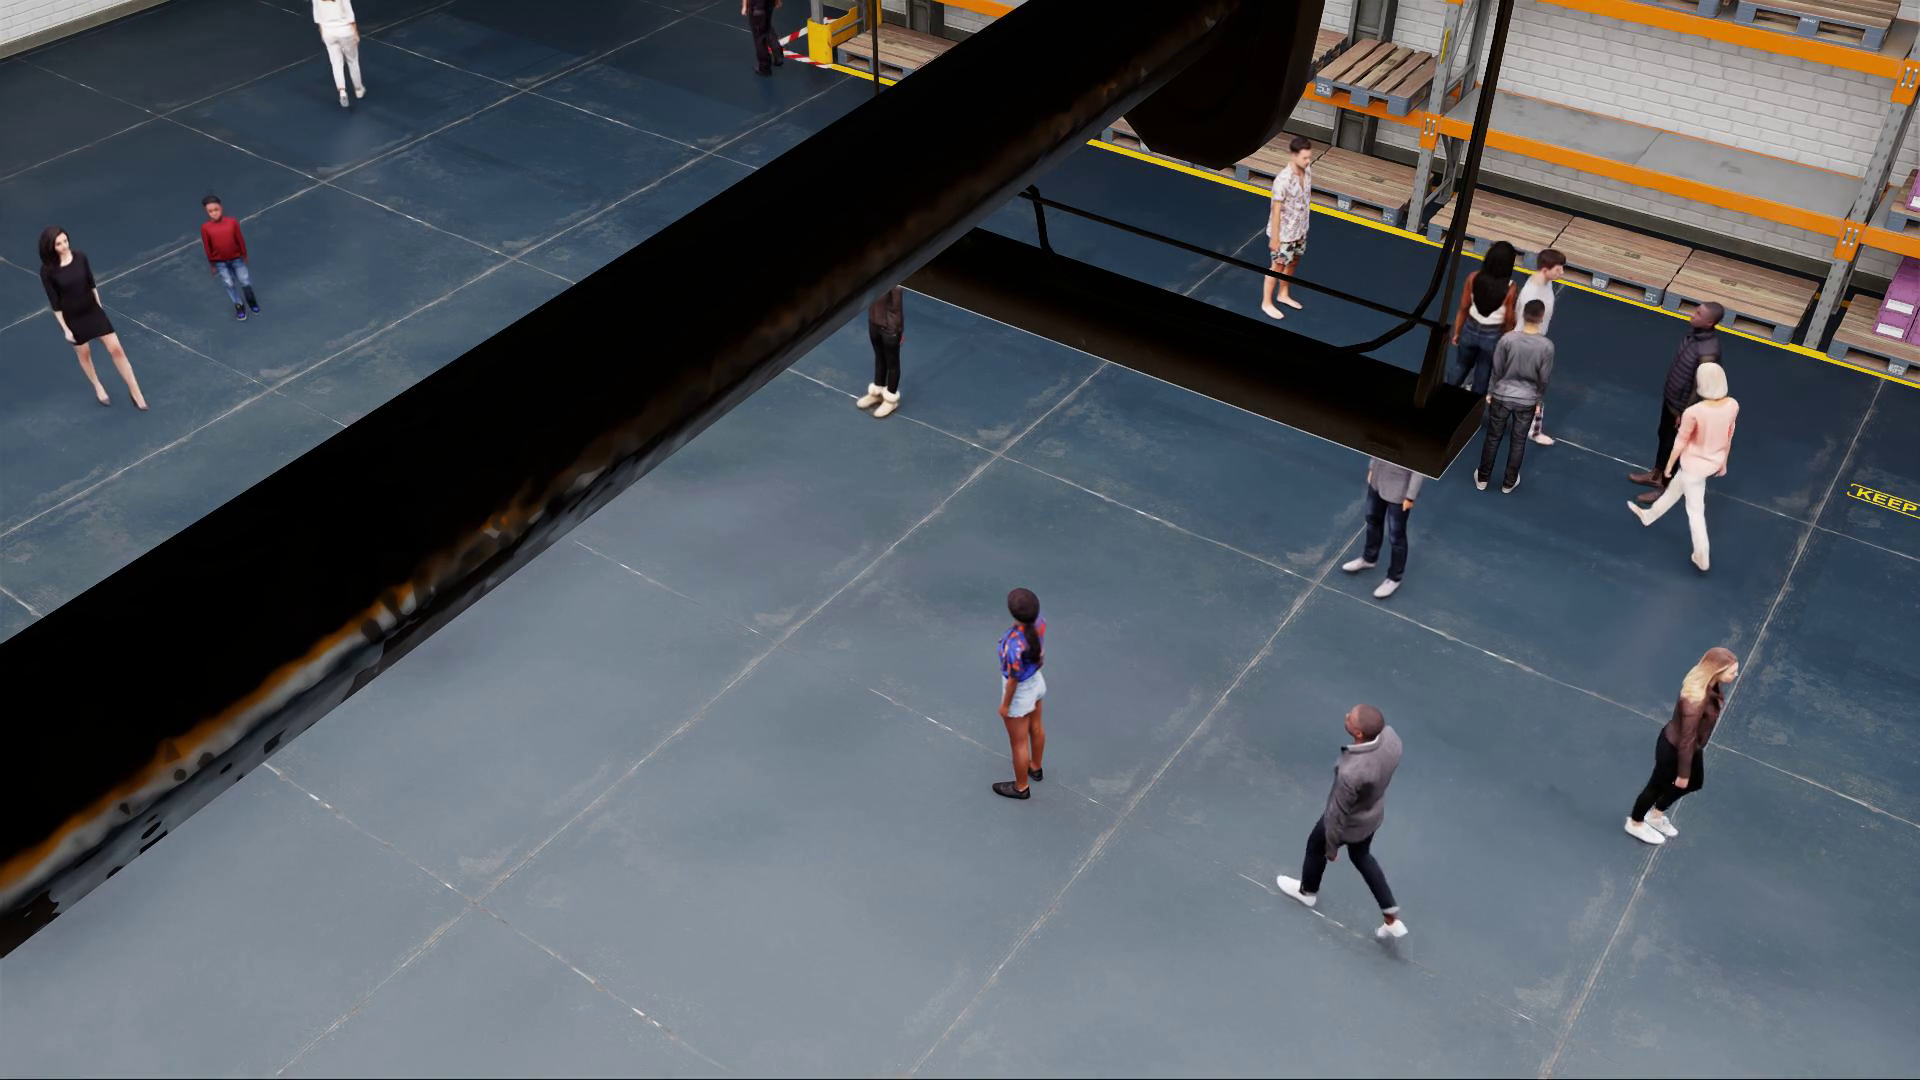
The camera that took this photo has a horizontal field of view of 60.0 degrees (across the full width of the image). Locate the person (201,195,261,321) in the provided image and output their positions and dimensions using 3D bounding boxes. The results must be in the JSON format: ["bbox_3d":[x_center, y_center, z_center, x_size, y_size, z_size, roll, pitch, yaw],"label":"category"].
[{"bbox_3d":[-6.983,-2.711,15.828,0.579,1.248,0.610,-16,41,-19],"label":"person"}]

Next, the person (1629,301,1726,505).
[{"bbox_3d":[5.807,-1.113,13.355,0.762,1.836,0.785,4,39,5],"label":"person"}]

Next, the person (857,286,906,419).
[{"bbox_3d":[-0.642,-1.875,14.445,0.631,1.666,0.688,8,39,10],"label":"person"}]

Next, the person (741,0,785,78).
[{"bbox_3d":[-2.341,-6.482,20.076,0.690,1.839,0.682,29,47,32],"label":"person"}]

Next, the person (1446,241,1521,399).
[{"bbox_3d":[4.394,-1.671,14.083,0.682,1.800,0.753,30,48,32],"label":"person"}]

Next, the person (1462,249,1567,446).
[{"bbox_3d":[4.672,-1.663,14.073,1.167,1.800,0.762,19,43,23],"label":"person"}]

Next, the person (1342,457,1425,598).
[{"bbox_3d":[3.248,-0.422,12.465,0.824,1.867,0.680,-19,42,-22],"label":"person"}]

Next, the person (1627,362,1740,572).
[{"bbox_3d":[5.738,-0.526,12.759,1.018,1.663,1.178,-9,40,-12],"label":"person"}]

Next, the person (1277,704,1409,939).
[{"bbox_3d":[2.406,1.695,9.876,0.913,1.790,1.186,-27,46,-30],"label":"person"}]

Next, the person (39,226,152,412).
[{"bbox_3d":[-7.640,-1.920,14.410,0.917,1.781,0.667,29,47,32],"label":"person"}]

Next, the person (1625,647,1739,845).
[{"bbox_3d":[4.458,1.271,10.484,0.545,1.693,0.624,24,44,27],"label":"person"}]

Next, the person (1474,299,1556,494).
[{"bbox_3d":[4.496,-1.156,13.466,0.569,1.766,0.732,13,40,15],"label":"person"}]

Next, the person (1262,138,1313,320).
[{"bbox_3d":[3.088,-2.978,15.711,0.630,1.810,0.705,31,48,33],"label":"person"}]

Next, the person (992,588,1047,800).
[{"bbox_3d":[0.415,0.988,10.795,0.526,1.748,0.595,20,43,23],"label":"person"}]

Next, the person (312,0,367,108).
[{"bbox_3d":[-7.302,-5.934,19.518,0.937,1.679,0.998,-6,39,-8],"label":"person"}]
